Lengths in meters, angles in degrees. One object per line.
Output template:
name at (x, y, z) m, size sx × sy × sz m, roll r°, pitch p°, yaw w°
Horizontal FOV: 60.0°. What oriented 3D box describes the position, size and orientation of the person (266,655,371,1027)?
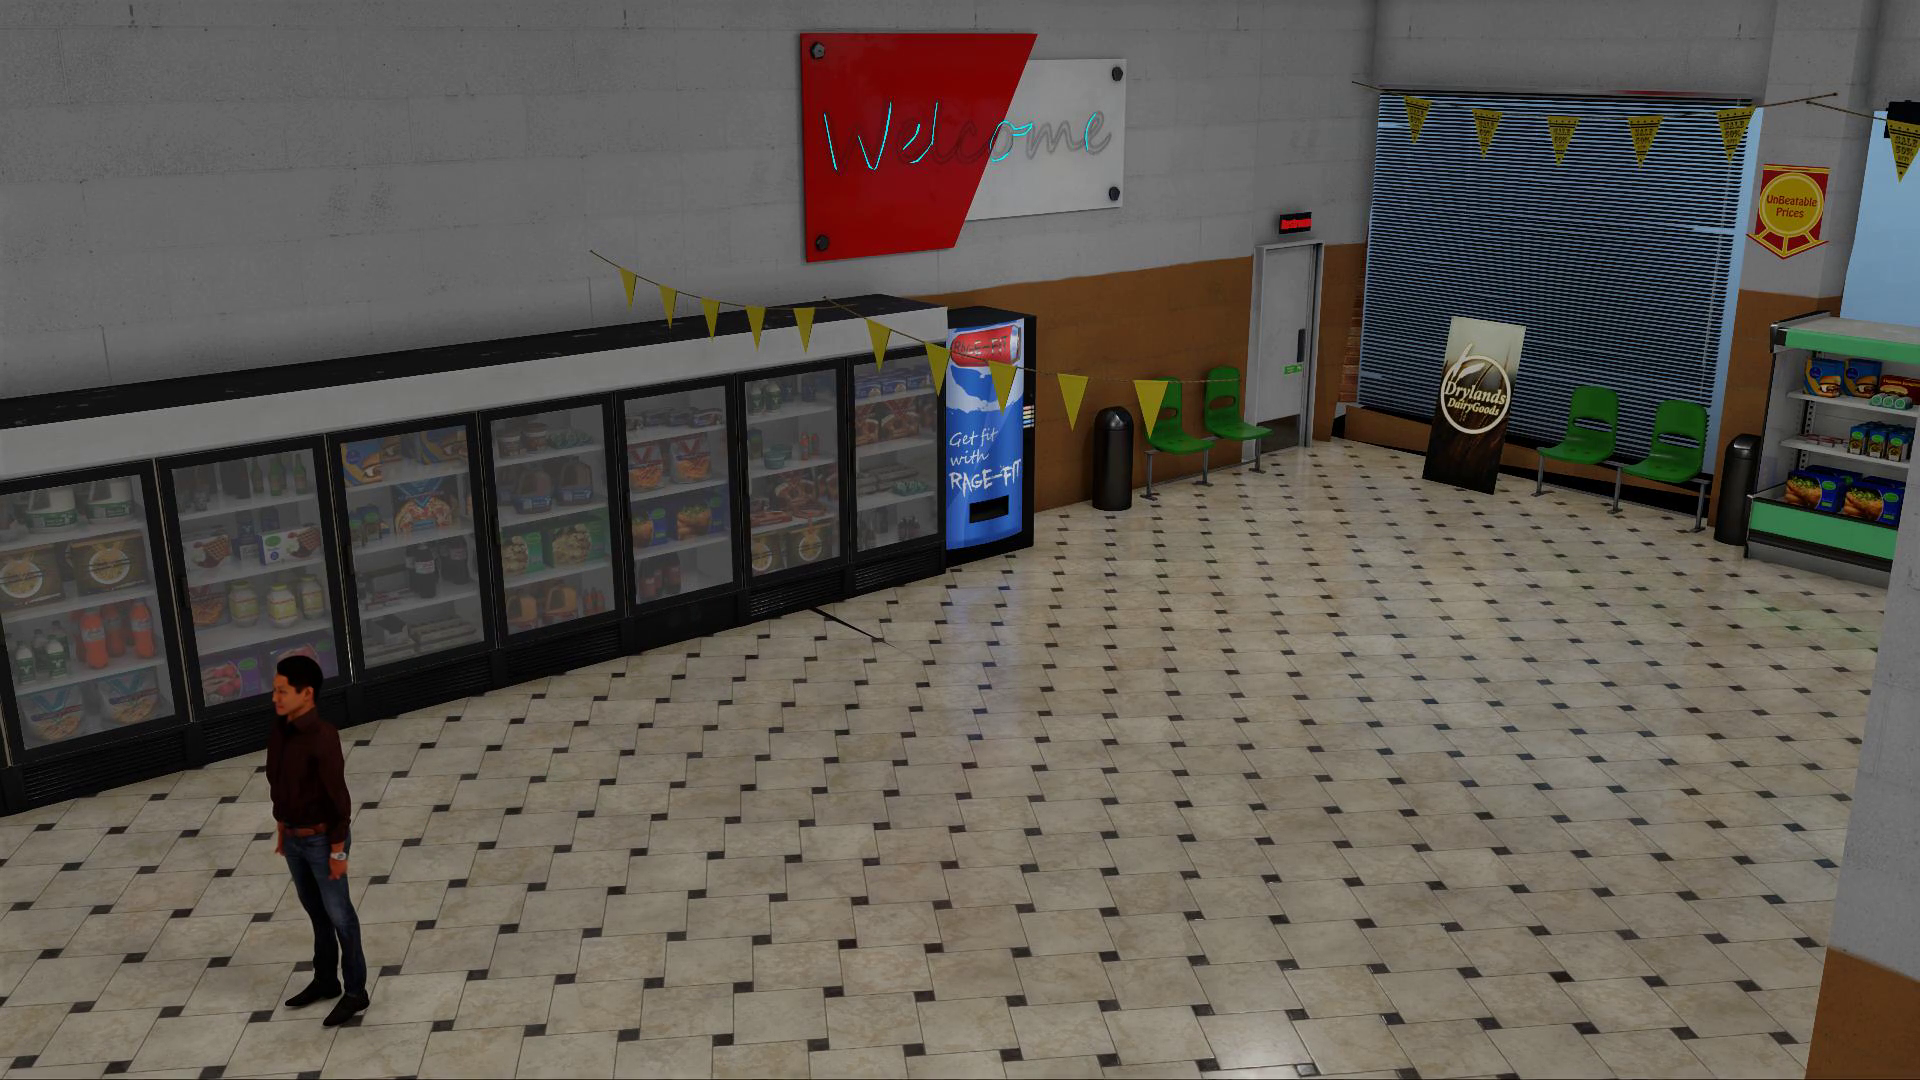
person at (-2.959, 1.363, 7.656) m, size 0.558 × 1.782 × 0.756 m, roll 12°, pitch 20°, yaw 33°
